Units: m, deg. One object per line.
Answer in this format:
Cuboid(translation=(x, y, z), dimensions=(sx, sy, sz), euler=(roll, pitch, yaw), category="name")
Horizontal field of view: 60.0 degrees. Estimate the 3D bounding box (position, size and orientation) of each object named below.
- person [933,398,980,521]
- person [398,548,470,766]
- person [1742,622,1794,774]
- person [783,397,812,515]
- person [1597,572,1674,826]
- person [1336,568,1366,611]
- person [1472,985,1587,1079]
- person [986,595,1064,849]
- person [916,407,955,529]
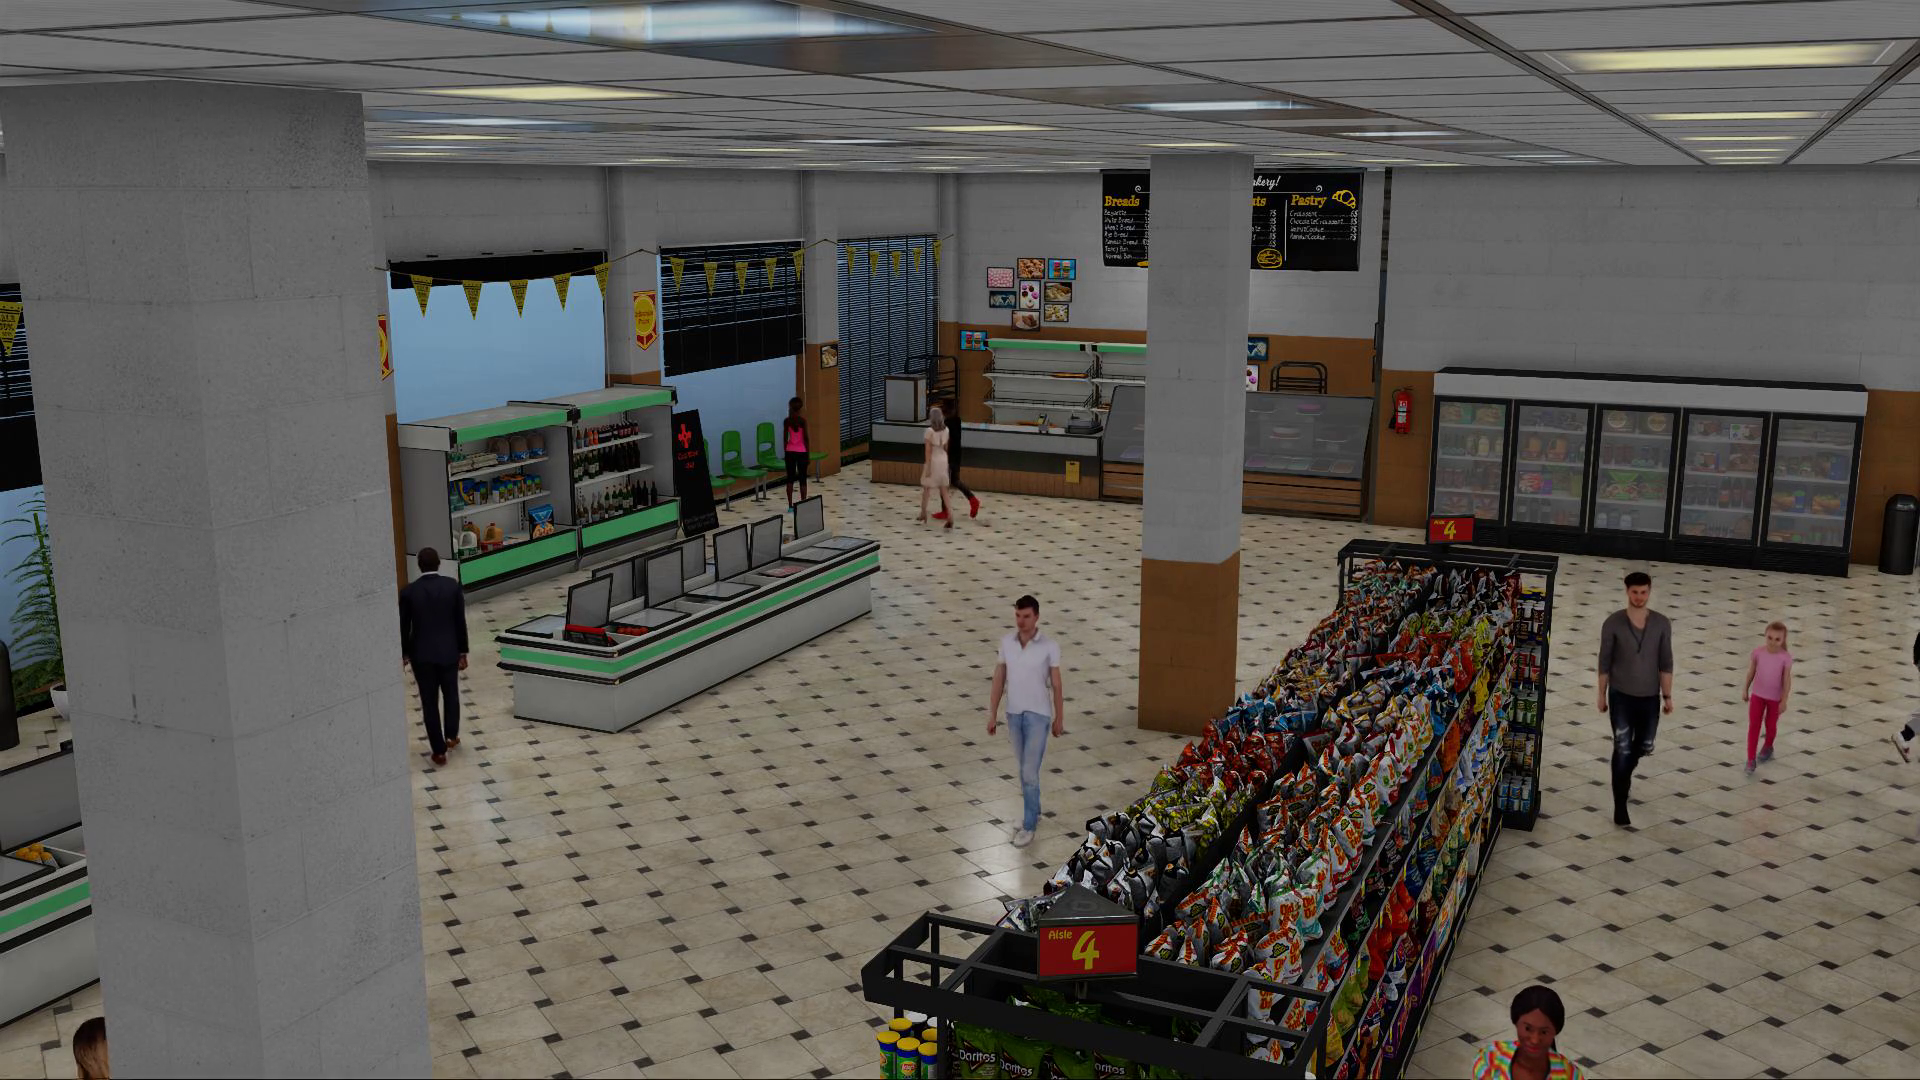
Cuboid(translation=(-0.061, -1.133, 23.805), dimensions=(0.870, 1.780, 1.028), euler=(9, 15, 38), category="person")
Cuboid(translation=(-4.323, 0.978, 13.716), dimensions=(0.967, 1.806, 1.024), euler=(-5, 13, -22), category="person")
Cuboid(translation=(6.664, 1.271, 13.689), dimensions=(0.622, 1.245, 0.934), euler=(9, 15, 36), category="person")
Cuboid(translation=(-2.415, -1.248, 24.484), dimensions=(0.561, 1.725, 0.552), euler=(5, 13, 22), category="person")
Cuboid(translation=(5.125, 1.164, 12.658), dimensions=(0.911, 1.879, 1.228), euler=(2, 12, 8), category="person")
Cuboid(translation=(3.165, 1.071, 13.692), dimensions=(1.168, 1.635, 1.083), euler=(-5, 13, -22), category="person")
Cuboid(translation=(2.154, 2.533, 6.463), dimensions=(0.584, 1.752, 1.145), euler=(6, 13, 26), category="person")
Cuboid(translation=(0.556, 1.283, 12.237), dimensions=(0.725, 1.819, 0.918), euler=(9, 15, 36), category="person")
Cuboid(translation=(-0.264, -0.969, 23.247), dimensions=(1.113, 1.690, 1.025), euler=(-8, 14, -34), category="person")
